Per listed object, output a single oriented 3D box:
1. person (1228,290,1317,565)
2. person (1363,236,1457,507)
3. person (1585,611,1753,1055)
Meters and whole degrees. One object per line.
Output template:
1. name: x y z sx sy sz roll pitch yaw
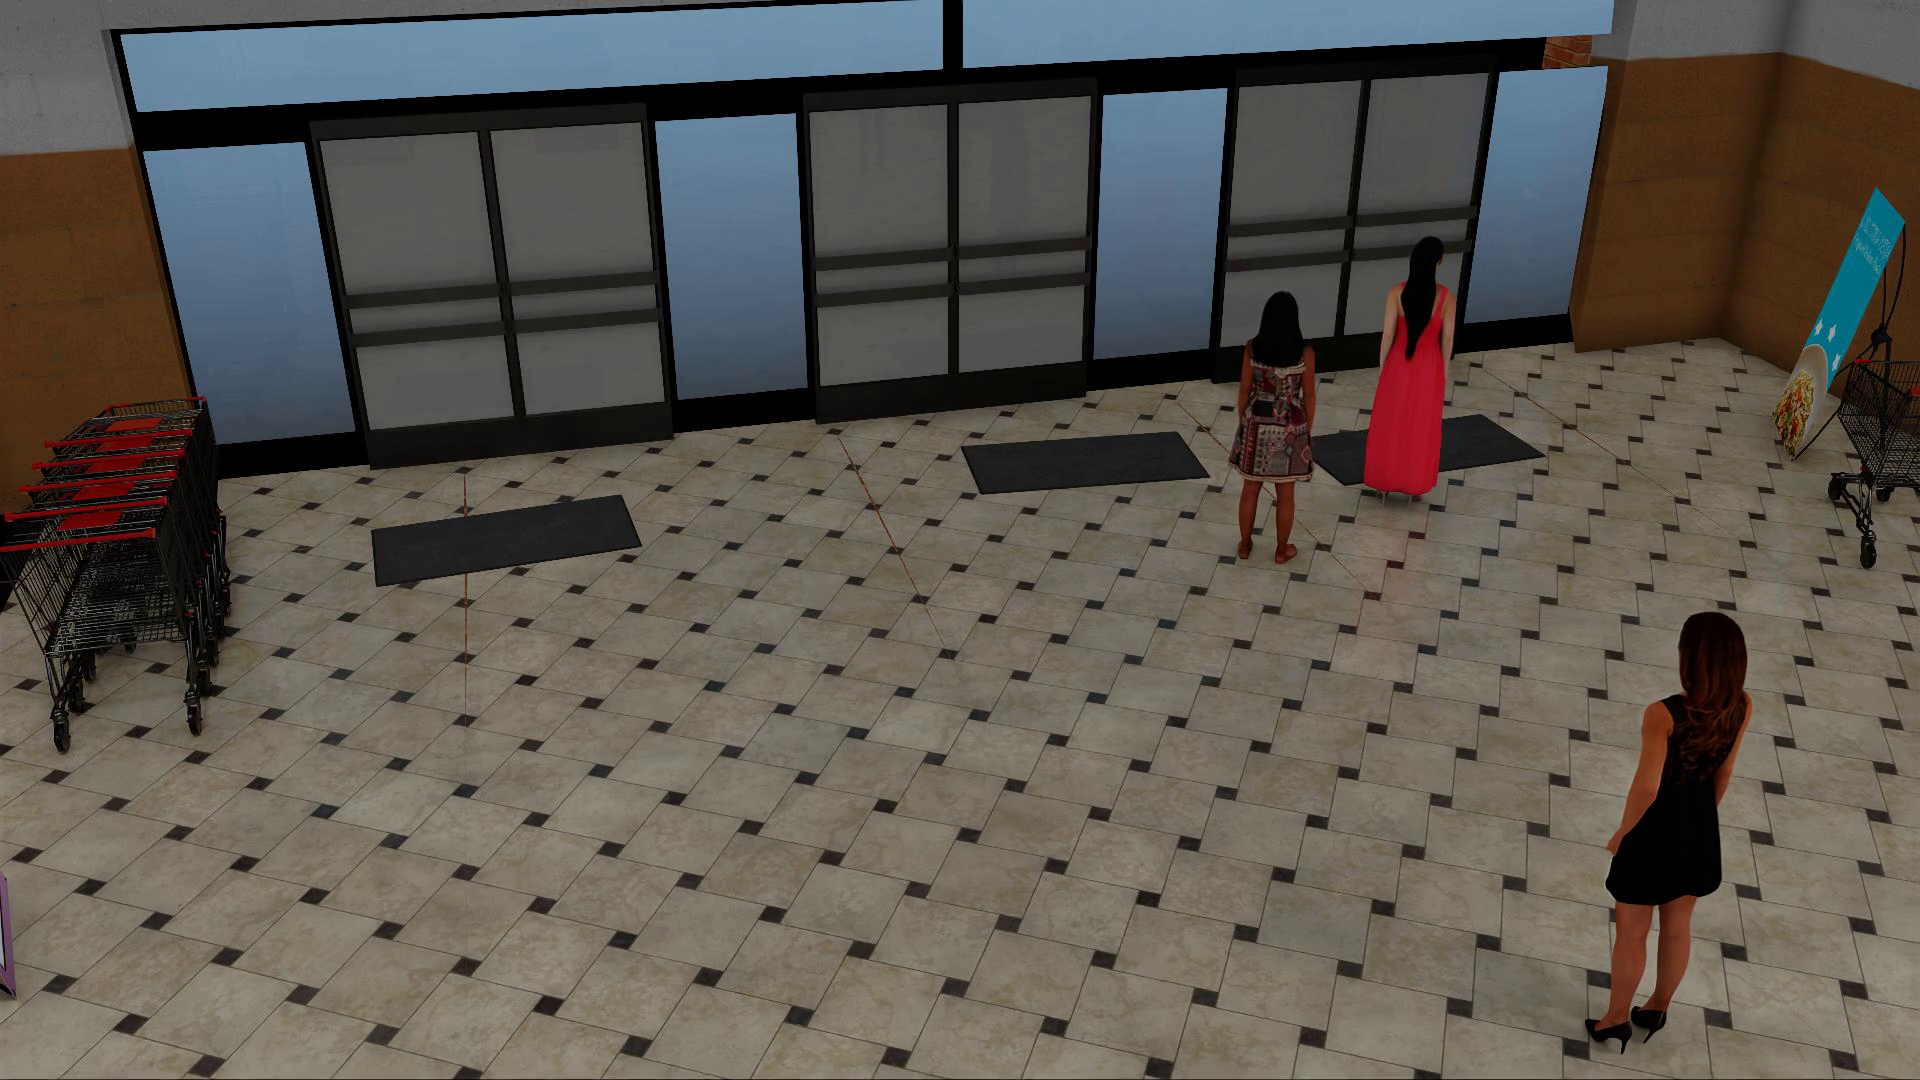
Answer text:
1. person: 1.800 -0.644 9.559 0.723 1.645 0.734 9 28 18
2. person: 2.781 -1.024 10.218 0.711 1.726 0.728 7 28 13
3. person: 2.537 1.076 5.956 0.567 1.836 0.507 -7 28 -14
